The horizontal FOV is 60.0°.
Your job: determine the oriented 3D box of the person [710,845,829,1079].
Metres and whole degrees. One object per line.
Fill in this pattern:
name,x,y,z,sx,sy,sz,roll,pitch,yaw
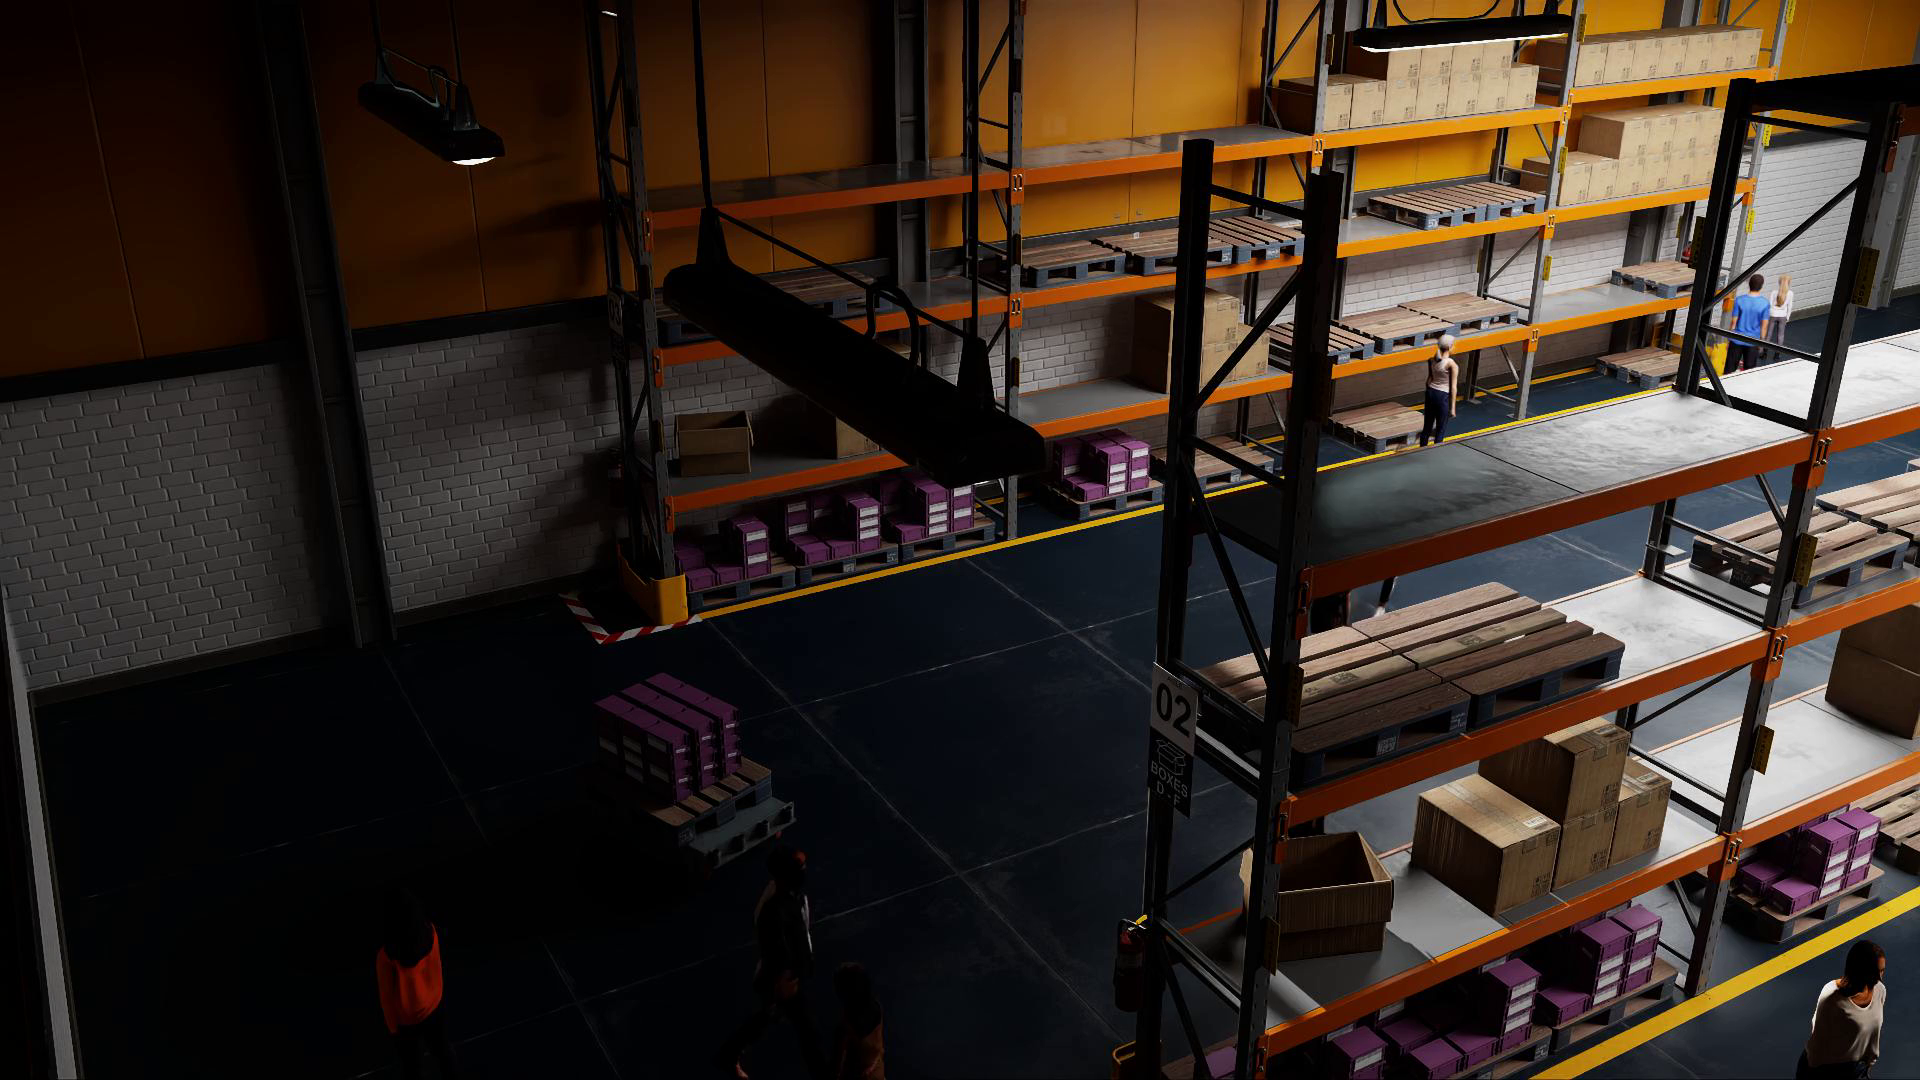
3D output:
person,-1.162,2.660,10.149,1.316,1.847,1.180,4,24,8

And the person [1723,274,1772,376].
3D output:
person,10.484,-2.627,22.221,0.703,1.866,0.735,10,26,22

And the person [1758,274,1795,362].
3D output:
person,12.017,-3.278,24.442,0.583,1.280,0.639,7,25,16

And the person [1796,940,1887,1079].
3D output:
person,5.030,2.999,9.584,0.585,1.679,0.730,-5,24,-12

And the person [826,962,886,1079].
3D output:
person,-0.476,3.136,9.319,1.068,1.641,1.064,8,25,18

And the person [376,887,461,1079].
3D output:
person,-3.235,2.806,9.935,0.765,1.750,0.674,10,26,23

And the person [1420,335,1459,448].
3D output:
person,5.812,-1.669,20.229,0.539,1.706,0.605,-15,28,-30
